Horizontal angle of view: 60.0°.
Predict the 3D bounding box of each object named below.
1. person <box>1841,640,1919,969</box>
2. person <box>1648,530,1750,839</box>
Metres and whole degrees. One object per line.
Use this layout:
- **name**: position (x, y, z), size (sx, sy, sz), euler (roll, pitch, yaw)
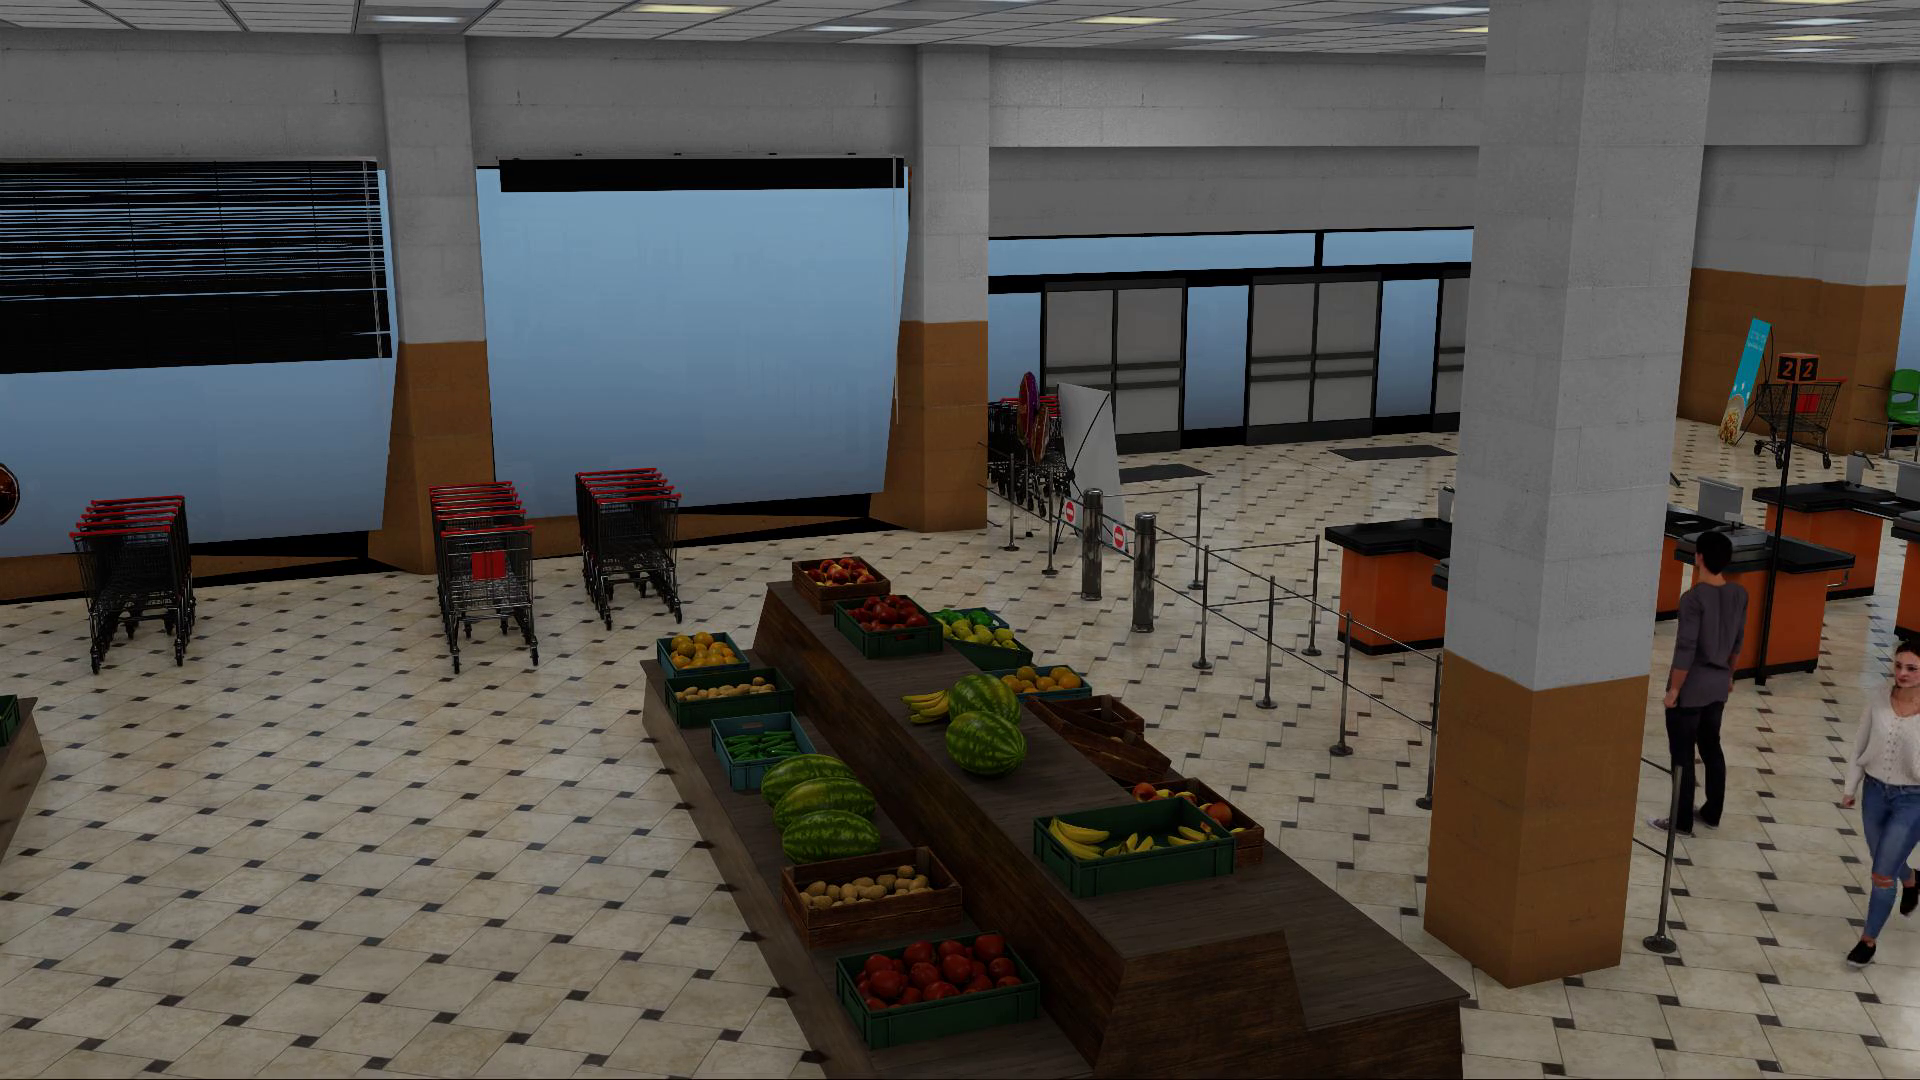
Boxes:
- **person**: position (4.796, 1.313, 8.451), size (0.907, 1.664, 1.073), euler (-10, 17, -34)
- **person**: position (4.427, 0.857, 9.934), size (0.692, 1.851, 0.546), euler (-6, 15, -24)
